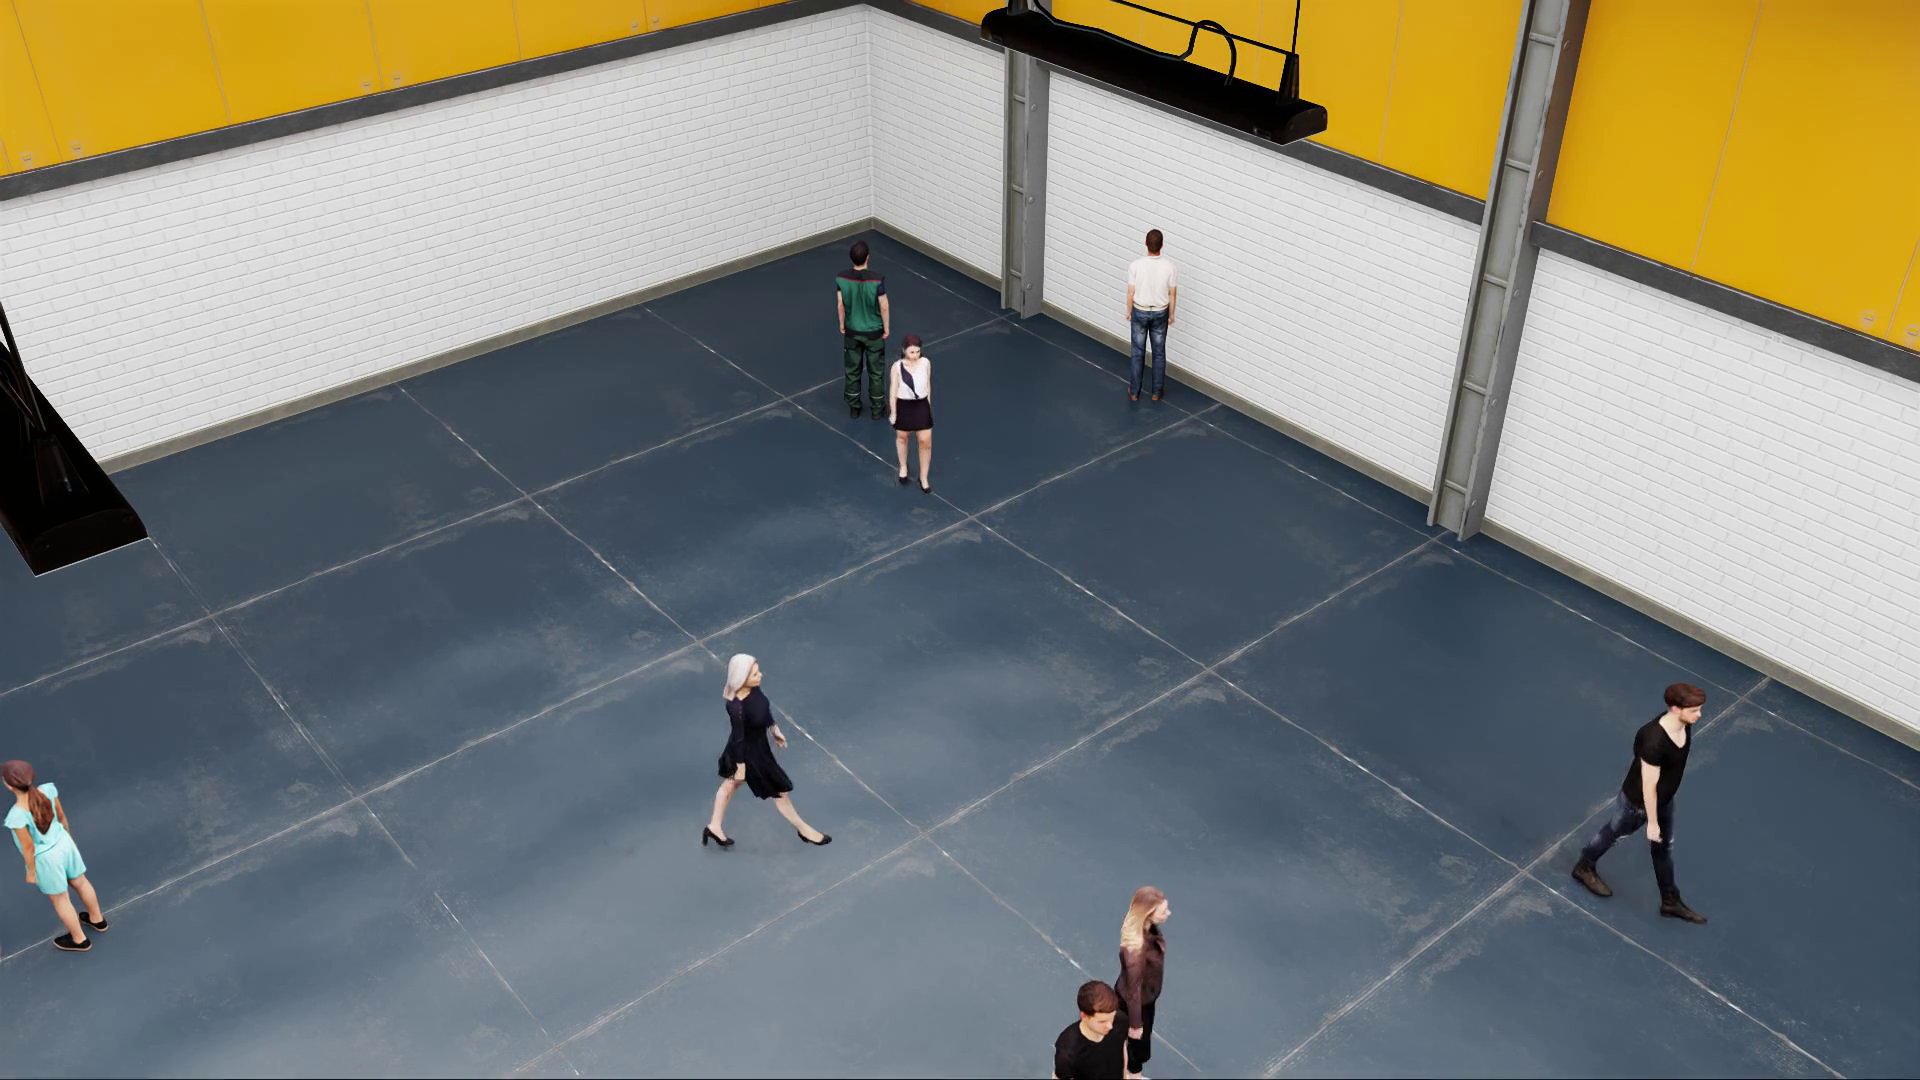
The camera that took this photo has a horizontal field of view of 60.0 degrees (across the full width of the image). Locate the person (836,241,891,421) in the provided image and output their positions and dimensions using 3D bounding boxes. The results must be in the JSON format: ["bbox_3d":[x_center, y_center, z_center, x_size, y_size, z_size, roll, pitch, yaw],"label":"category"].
[{"bbox_3d":[-0.962,-2.102,16.646,0.728,1.901,0.816,7,34,10],"label":"person"}]

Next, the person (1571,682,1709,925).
[{"bbox_3d":[4.450,1.672,11.011,0.676,1.854,1.116,-23,40,-31],"label":"person"}]

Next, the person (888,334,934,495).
[{"bbox_3d":[-0.476,-1.228,15.577,0.723,1.629,0.835,-8,34,-12],"label":"person"}]

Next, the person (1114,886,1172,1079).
[{"bbox_3d":[0.955,2.649,9.683,0.925,1.696,0.836,9,35,14],"label":"person"}]

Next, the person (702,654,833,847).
[{"bbox_3d":[-1.522,1.485,11.432,1.127,1.698,1.119,0,34,1],"label":"person"}]

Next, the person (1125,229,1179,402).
[{"bbox_3d":[1.937,-2.291,16.972,0.748,1.856,0.801,2,34,3],"label":"person"}]

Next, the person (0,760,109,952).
[{"bbox_3d":[-5.881,2.021,10.752,0.683,1.558,0.644,10,35,14],"label":"person"}]

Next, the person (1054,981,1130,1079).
[{"bbox_3d":[0.696,3.016,8.982,0.627,1.860,0.553,-25,41,-32],"label":"person"}]
